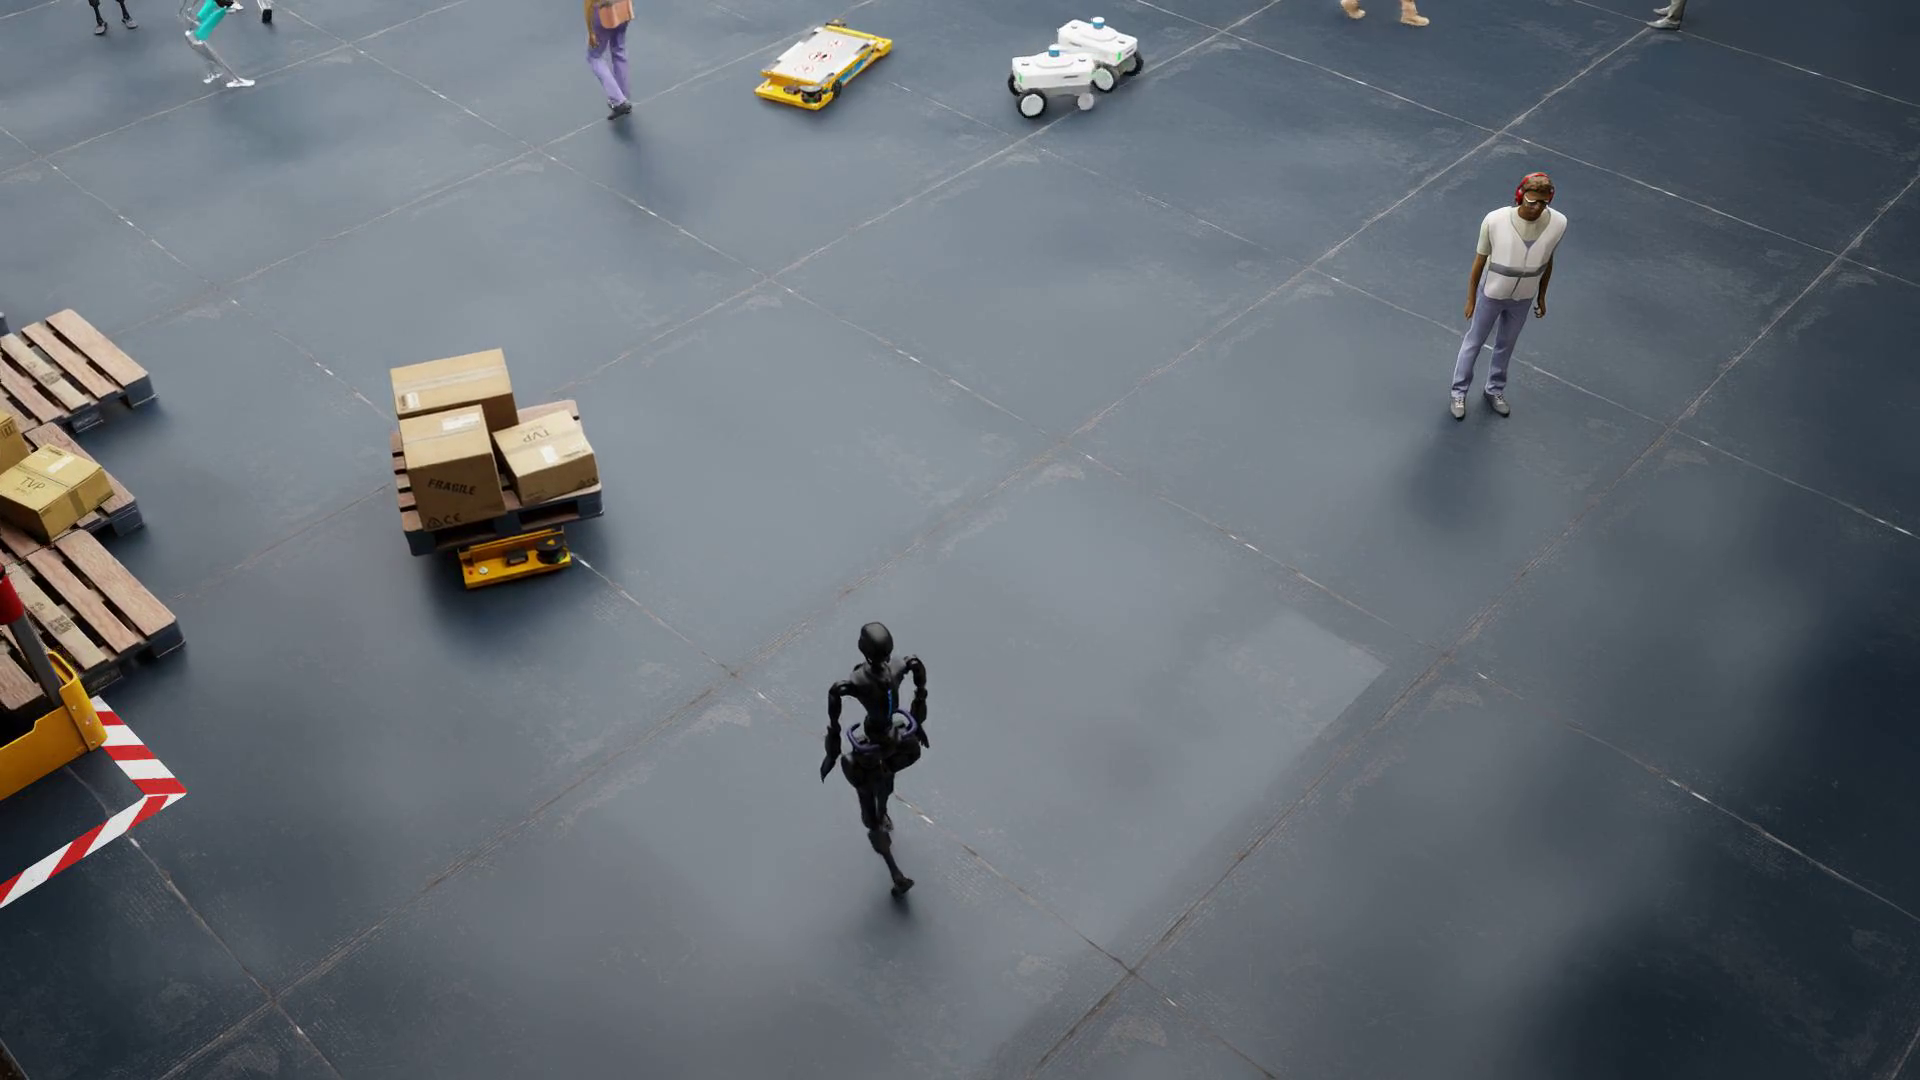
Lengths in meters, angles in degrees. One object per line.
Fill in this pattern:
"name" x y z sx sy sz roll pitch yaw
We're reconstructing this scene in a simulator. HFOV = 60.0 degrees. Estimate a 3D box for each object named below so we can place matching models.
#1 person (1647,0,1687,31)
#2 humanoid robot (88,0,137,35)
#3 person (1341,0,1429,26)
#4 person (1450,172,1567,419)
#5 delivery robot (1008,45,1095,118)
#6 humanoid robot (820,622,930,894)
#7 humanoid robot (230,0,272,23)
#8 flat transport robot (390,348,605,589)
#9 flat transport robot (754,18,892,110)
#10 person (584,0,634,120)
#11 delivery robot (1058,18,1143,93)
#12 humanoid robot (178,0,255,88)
"person" 6.955 -5.745 15.736 0.391 1.841 0.562 21 46 22
"humanoid robot" -8.228 -5.636 15.727 0.599 1.657 0.315 -17 45 -18
"person" 4.160 -5.733 15.817 0.825 1.714 0.479 14 44 15
"person" 3.673 -1.652 11.182 0.562 1.846 0.390 -4 42 -4
"delivery robot" 0.813 -4.136 14.911 0.779 0.597 0.499 -6 42 -7
"humanoid robot" -0.382 1.067 8.325 0.589 1.654 0.737 -21 46 -21
"humanoid robot" -7.040 -5.822 15.923 0.544 1.787 0.935 -34 52 -32
"flat transport robot" -2.978 -0.266 10.822 0.659 0.231 1.431 -13 44 -14
"flat transport robot" -1.258 -4.424 15.443 0.659 0.231 1.431 19 45 20
"person" -3.036 -4.501 14.362 0.445 1.824 0.565 29 49 28
"delivery robot" 1.261 -4.514 15.324 0.777 0.587 0.499 26 48 26
"humanoid robot" -6.771 -4.848 14.828 0.802 1.793 0.534 -24 47 -24
